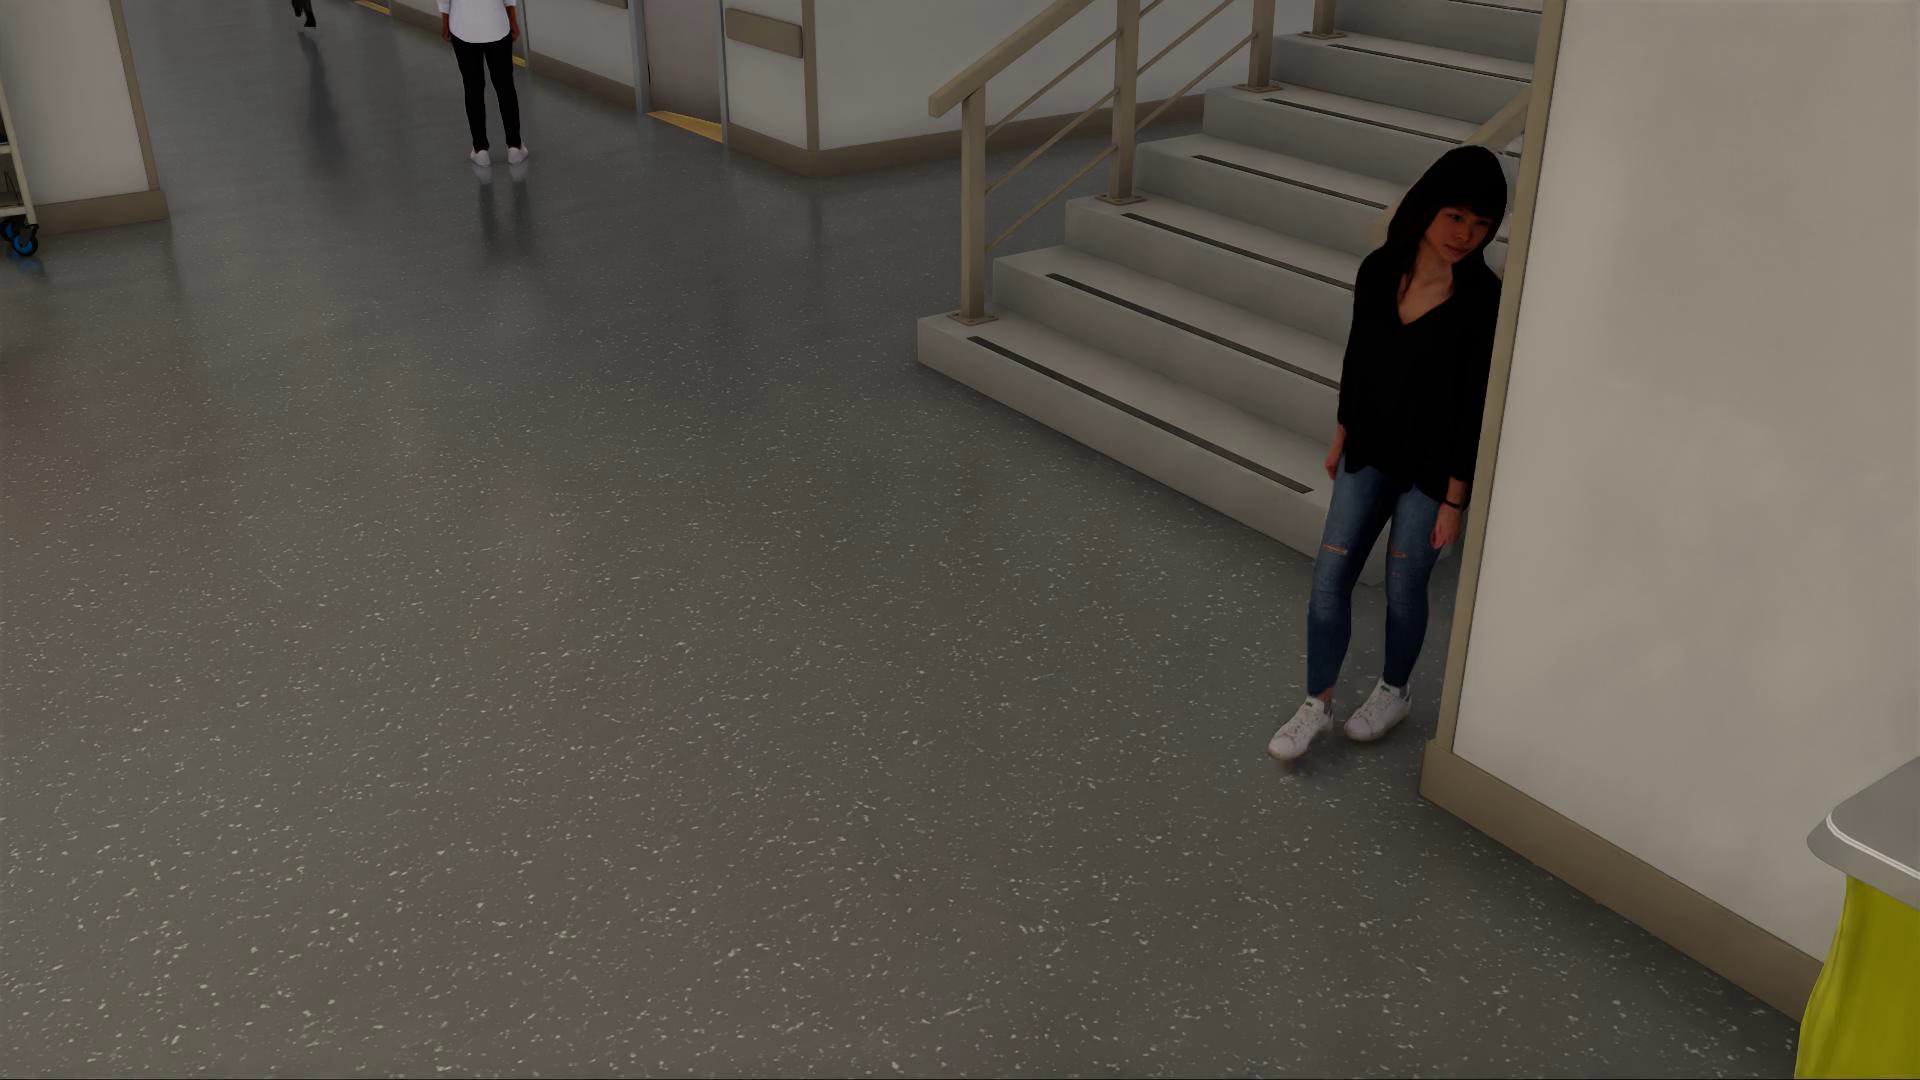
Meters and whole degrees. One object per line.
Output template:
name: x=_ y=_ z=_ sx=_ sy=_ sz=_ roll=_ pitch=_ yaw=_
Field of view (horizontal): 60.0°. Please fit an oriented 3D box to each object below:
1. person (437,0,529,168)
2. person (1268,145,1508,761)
person: x=-2.977 y=-3.245 z=10.290 sx=0.609 sy=1.809 sz=0.757 roll=-7 pitch=27 yaw=-13
person: x=1.170 y=-0.208 z=4.218 sx=0.699 sy=1.613 sz=0.802 roll=23 pitch=34 yaw=39
